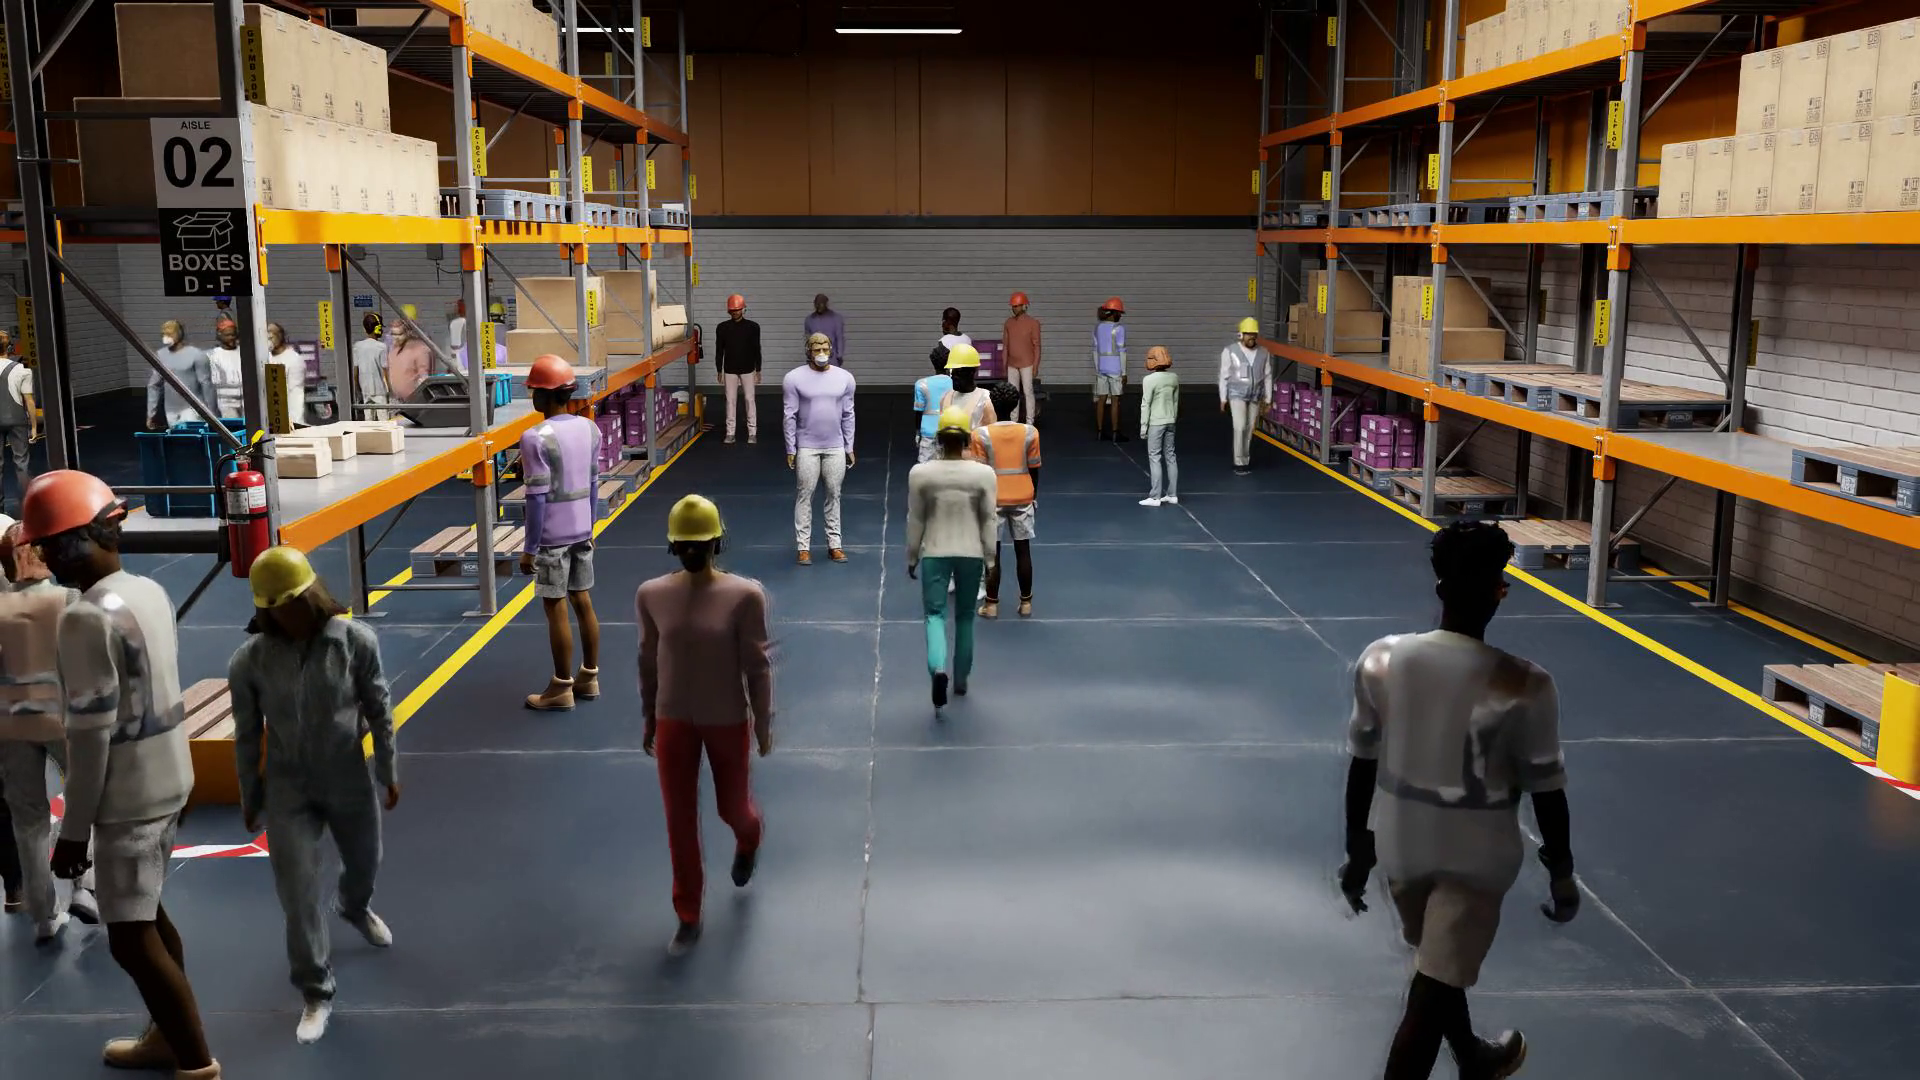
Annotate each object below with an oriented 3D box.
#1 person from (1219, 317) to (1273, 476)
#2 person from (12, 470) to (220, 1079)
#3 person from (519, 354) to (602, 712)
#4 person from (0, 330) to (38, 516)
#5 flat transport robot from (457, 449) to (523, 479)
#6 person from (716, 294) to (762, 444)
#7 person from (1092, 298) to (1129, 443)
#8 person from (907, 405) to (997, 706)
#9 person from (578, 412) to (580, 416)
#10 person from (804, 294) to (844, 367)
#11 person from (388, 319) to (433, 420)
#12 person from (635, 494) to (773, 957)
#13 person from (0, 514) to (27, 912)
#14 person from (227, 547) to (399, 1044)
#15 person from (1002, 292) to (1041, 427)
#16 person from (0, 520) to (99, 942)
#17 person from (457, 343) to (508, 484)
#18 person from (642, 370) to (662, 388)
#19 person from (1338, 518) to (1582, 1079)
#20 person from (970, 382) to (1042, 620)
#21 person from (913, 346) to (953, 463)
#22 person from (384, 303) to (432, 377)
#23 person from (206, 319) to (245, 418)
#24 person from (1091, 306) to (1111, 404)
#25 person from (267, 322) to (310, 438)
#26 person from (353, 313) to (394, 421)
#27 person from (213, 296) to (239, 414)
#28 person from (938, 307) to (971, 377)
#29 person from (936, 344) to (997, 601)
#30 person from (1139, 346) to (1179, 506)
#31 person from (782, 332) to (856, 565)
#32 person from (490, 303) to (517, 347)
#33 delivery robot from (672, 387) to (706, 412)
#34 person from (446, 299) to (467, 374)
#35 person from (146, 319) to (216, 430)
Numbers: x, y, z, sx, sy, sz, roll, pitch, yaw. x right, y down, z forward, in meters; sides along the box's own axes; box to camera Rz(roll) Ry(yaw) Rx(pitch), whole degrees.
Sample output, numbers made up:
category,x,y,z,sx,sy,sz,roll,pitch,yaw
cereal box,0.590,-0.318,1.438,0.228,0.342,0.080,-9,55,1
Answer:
category,x,y,z,sx,sy,sz,roll,pitch,yaw
person,3.317,-1.629,19.034,0.620,1.815,0.610,-3,11,-15
person,-2.498,0.796,5.042,0.608,2.004,0.845,-2,10,-10
person,-2.305,-0.038,9.539,0.368,2.048,0.607,5,11,24
person,-9.160,-1.089,16.000,0.512,1.841,0.342,-3,11,-18
flat transport robot,-5.333,-0.894,19.256,0.652,0.197,1.431,-1,10,-3
person,-2.943,-2.263,22.114,0.620,1.986,0.400,0,10,-1
person,2.039,-2.273,22.327,0.374,1.928,0.542,-10,14,-44
person,-0.042,0.097,9.635,0.530,1.747,0.690,0,10,-3
person,-6.107,-2.788,25.452,0.619,1.838,0.430,3,11,18
person,-2.104,-2.885,25.842,0.645,1.885,0.797,1,10,5
person,-6.128,-1.532,18.468,0.676,1.828,1.067,6,12,30
person,-0.972,0.672,6.455,0.527,1.755,0.679,1,10,6
person,-3.974,0.519,6.580,0.622,1.993,0.382,-4,11,-21
person,-2.262,0.806,5.820,0.518,1.696,0.746,-5,11,-27
person,0.832,-2.459,23.179,0.623,1.989,0.401,8,13,37
person,-3.515,0.734,6.393,0.528,1.626,0.345,-3,11,-15
person,-5.279,-1.537,18.486,0.562,1.836,0.377,-3,11,-18
person,-5.097,-3.130,27.278,0.520,1.865,0.328,4,11,23
person,1.449,0.883,4.807,1.034,1.910,0.613,-9,14,-41
person,0.318,-0.274,11.829,0.531,1.698,0.320,-3,10,-14
person,-0.181,-1.007,15.942,0.533,1.690,0.322,-1,10,-5
person,-7.264,-2.173,21.882,0.611,1.892,0.727,-4,11,-22
person,-7.797,-1.443,17.894,0.812,1.863,0.586,10,14,43
person,2.400,-3.057,27.555,0.539,1.625,0.309,7,13,36
person,-6.728,-1.200,16.461,0.675,1.885,0.995,6,12,28
person,-6.659,-1.640,18.960,0.523,1.870,0.317,4,11,22
person,-11.411,-2.935,25.954,0.384,1.949,0.603,-1,10,-4
person,-0.074,-1.750,19.435,0.379,1.918,0.596,6,12,30
person,0.037,-0.504,12.473,0.588,1.927,0.365,9,14,41
person,2.036,-1.161,16.985,0.497,1.626,0.288,-9,13,-40
person,-1.164,-0.762,13.876,0.631,1.940,0.372,-4,11,-20
person,-6.478,-2.417,23.403,0.591,1.829,0.404,-2,10,-12
delivery robot,-4.084,-2.009,24.419,0.707,0.478,0.477,5,11,25
person,-7.097,-2.521,23.877,0.595,1.874,0.421,7,13,36
person,-8.016,-1.301,17.024,0.649,1.884,1.040,2,10,13
